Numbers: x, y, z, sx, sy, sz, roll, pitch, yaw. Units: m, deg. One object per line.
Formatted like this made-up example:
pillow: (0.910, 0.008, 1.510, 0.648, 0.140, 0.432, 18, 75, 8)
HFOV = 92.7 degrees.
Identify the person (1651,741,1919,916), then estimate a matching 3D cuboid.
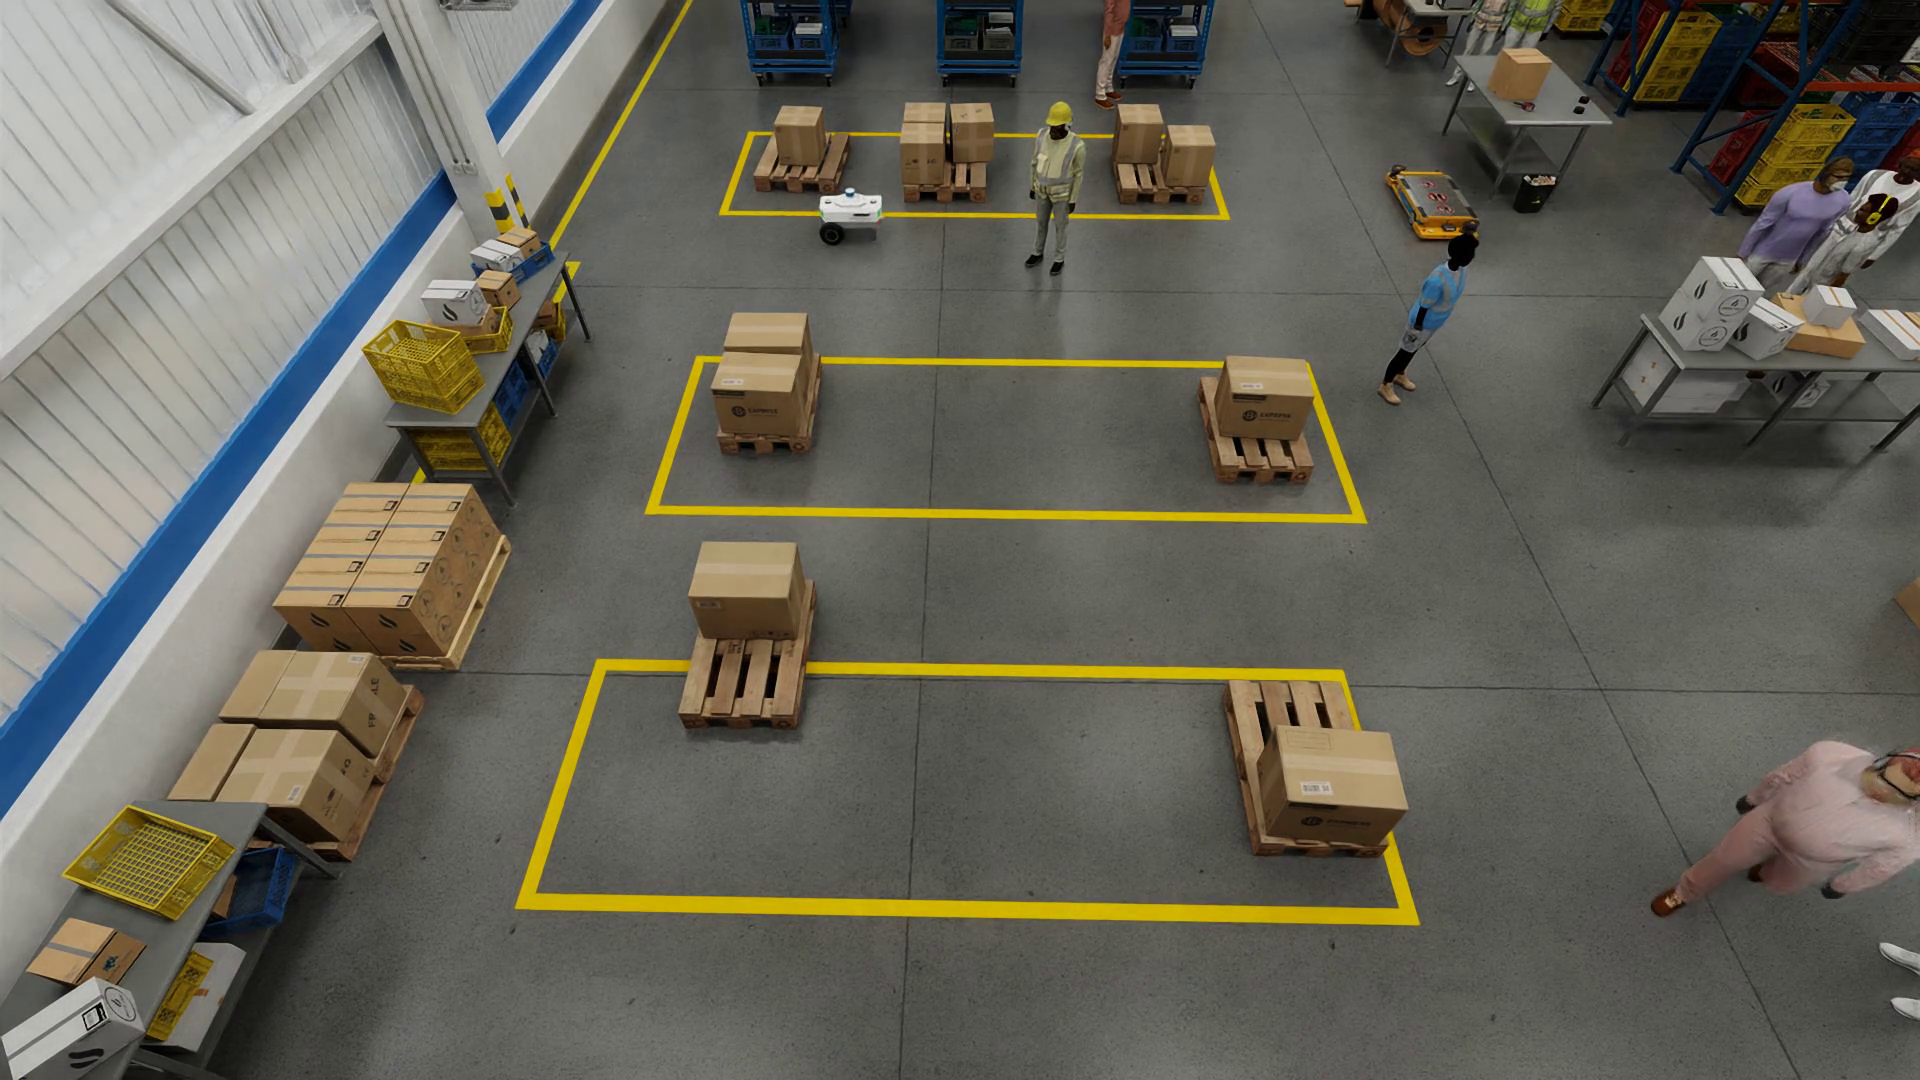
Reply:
person: (4.709, 1.612, 5.069, 0.785, 1.883, 0.655, -21, 52, -17)

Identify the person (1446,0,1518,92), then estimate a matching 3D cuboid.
person: (7.380, -7.189, 12.839, 0.511, 1.640, 0.308, 33, 57, 25)

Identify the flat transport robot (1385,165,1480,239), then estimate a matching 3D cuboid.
flat transport robot: (5.692, -4.094, 11.059, 0.652, 0.197, 1.431, 1, 49, 1)

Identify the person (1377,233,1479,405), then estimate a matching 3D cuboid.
person: (4.249, -2.000, 8.309, 0.541, 1.695, 0.316, -35, 58, -27)

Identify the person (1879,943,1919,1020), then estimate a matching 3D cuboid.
person: (5.646, 2.042, 4.665, 0.393, 1.921, 0.591, 19, 52, 16)

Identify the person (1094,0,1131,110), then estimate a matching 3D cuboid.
person: (2.098, -6.906, 12.361, 0.382, 1.993, 0.622, 22, 53, 18)

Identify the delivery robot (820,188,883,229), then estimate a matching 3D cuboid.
delivery robot: (-1.245, -3.802, 10.560, 0.707, 0.478, 0.477, -1, 49, -1)

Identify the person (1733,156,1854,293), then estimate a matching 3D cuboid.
person: (7.795, -2.727, 8.789, 0.647, 1.941, 0.434, 7, 50, 6)

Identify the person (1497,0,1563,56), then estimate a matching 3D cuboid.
person: (7.817, -7.091, 12.631, 0.629, 1.837, 0.430, 20, 52, 16)

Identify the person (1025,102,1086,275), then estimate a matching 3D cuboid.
person: (0.987, -3.700, 9.692, 0.590, 1.833, 0.404, 26, 54, 21)

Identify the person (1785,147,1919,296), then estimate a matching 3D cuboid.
person: (8.774, -2.945, 9.012, 0.351, 1.879, 0.569, -23, 53, -18)

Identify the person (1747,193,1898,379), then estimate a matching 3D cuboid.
person: (7.888, -2.291, 8.451, 0.309, 1.866, 0.535, 30, 55, 23)
